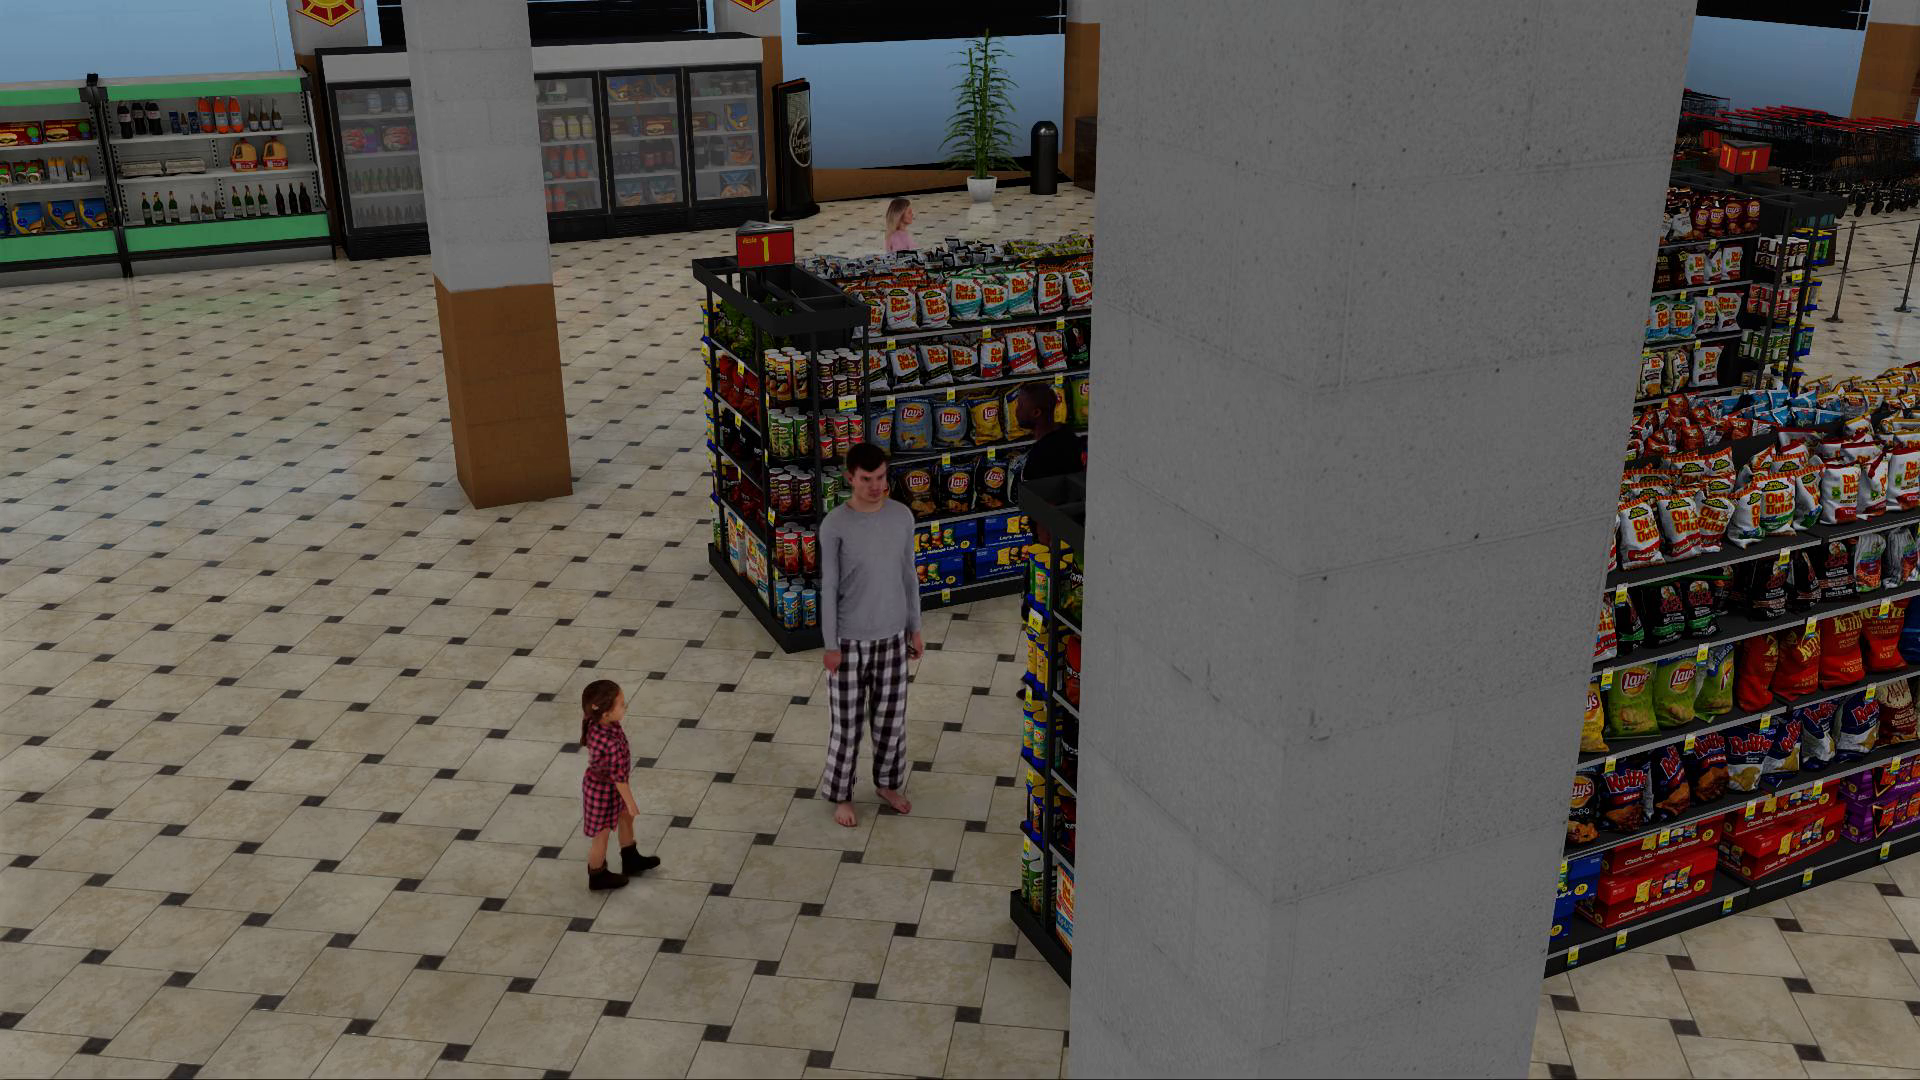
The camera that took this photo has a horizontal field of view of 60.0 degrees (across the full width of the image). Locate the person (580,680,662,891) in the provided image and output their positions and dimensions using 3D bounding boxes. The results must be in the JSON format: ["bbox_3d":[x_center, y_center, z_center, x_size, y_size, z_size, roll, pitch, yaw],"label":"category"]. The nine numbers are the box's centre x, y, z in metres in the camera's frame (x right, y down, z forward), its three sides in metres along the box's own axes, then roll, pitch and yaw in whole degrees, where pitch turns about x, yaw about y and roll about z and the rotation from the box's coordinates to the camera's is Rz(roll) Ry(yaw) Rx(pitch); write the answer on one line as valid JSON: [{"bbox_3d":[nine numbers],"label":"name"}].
[{"bbox_3d":[-1.574,1.075,7.194,0.552,1.010,0.436,-9,24,-22],"label":"person"}]

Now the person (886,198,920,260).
[{"bbox_3d":[-0.590,-2.033,14.088,1.165,1.636,0.851,-2,22,-5],"label":"person"}]

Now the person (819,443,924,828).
[{"bbox_3d":[-0.423,0.421,7.700,0.445,1.846,0.689,-10,24,-24],"label":"person"}]

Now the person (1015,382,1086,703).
[{"bbox_3d":[0.599,0.065,8.659,1.005,1.791,0.937,6,23,16],"label":"person"}]
